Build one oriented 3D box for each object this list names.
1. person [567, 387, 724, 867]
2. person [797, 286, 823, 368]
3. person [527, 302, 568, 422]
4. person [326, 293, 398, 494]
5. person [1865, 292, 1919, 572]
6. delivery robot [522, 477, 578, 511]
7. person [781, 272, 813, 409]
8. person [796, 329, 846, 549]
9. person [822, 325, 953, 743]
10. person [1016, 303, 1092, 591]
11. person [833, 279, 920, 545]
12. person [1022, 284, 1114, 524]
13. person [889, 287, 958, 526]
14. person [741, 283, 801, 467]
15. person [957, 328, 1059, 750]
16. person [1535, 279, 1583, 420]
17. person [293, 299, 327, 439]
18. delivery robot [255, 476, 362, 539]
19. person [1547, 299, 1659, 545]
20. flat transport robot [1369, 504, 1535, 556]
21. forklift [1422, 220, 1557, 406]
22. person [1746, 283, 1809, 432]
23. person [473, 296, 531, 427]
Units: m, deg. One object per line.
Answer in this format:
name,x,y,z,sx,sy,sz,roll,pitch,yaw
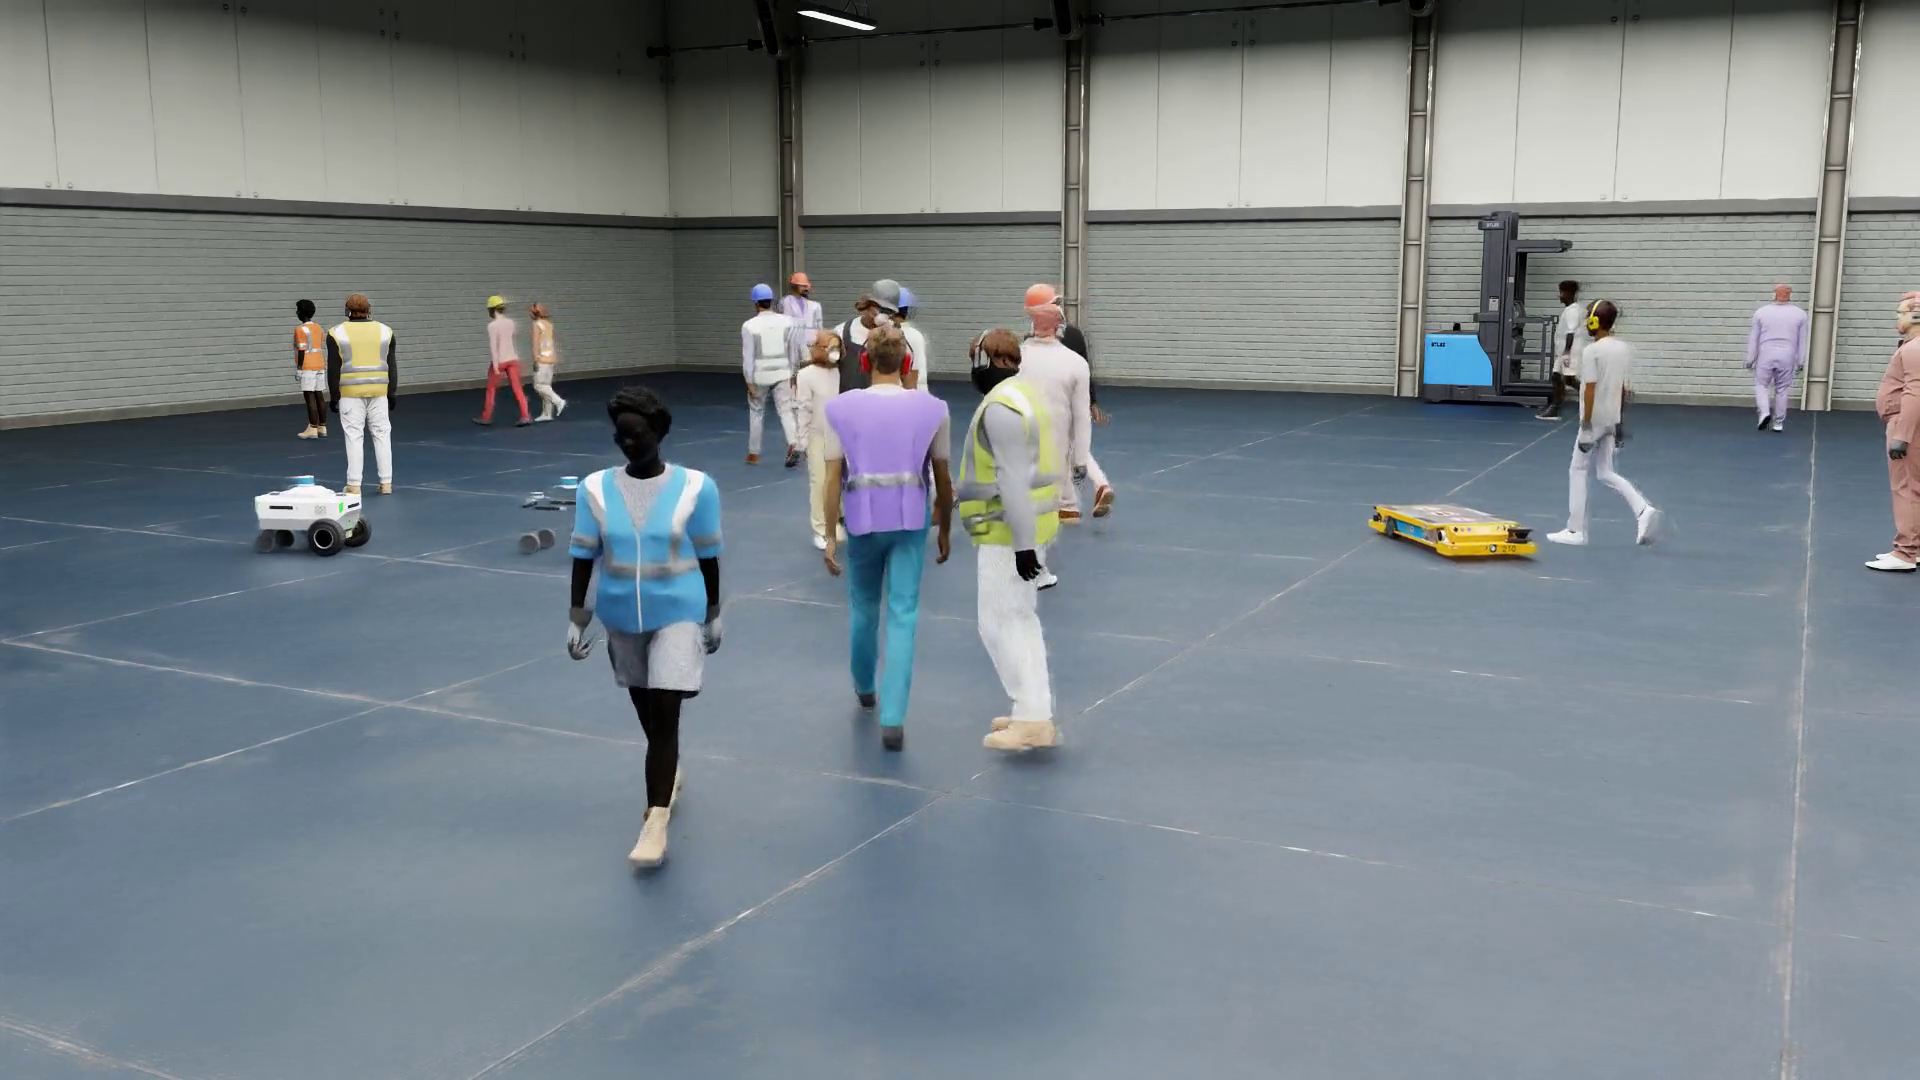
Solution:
person,-1.121,0.267,5.991,0.538,1.646,0.911,1,9,6
person,-2.447,-3.168,26.386,0.561,1.905,0.824,-1,9,-3
person,-5.588,-2.405,22.525,0.521,1.620,0.545,2,9,10
person,-5.472,-1.331,15.236,0.633,1.843,0.429,-7,11,-36
person,6.499,-0.743,11.414,0.407,1.905,0.655,8,12,40
delivery robot,-2.846,-0.348,12.175,0.698,0.223,0.335,2,9,11
person,-2.442,-2.976,24.834,0.486,2.027,0.607,6,11,31
person,-0.968,-0.737,12.248,0.514,1.620,0.331,-5,11,-29
person,-0.324,-0.057,7.489,0.582,1.795,0.946,-1,9,-5
person,0.464,-0.548,10.401,0.688,1.858,0.897,5,10,26
person,-0.678,-0.934,12.310,0.728,2.000,0.543,1,9,8
person,0.844,-1.078,13.363,0.655,1.943,0.756,-8,12,-42
person,-0.400,-0.989,12.848,0.576,1.931,0.626,3,10,17
person,-1.982,-1.719,17.394,0.619,1.920,0.881,-4,10,-24
person,0.216,-0.014,7.247,0.457,1.804,0.654,2,9,12
person,8.435,-2.604,22.827,0.841,1.939,0.603,3,10,16
person,-7.993,-2.101,20.435,0.318,1.697,0.535,1,9,6
delivery robot,-4.799,-0.230,12.247,0.707,0.478,0.477,1,9,7
person,4.797,-0.859,12.336,0.518,1.849,0.764,-6,11,-35
flat transport robot,3.691,-0.095,12.575,0.652,0.197,1.431,-2,9,-10
forklift,8.245,-3.527,25.720,1.873,2.768,1.129,5,10,27
person,10.373,-2.310,21.120,0.688,1.893,0.600,4,10,21
person,-6.033,-2.352,21.928,0.885,1.716,0.509,6,11,31
